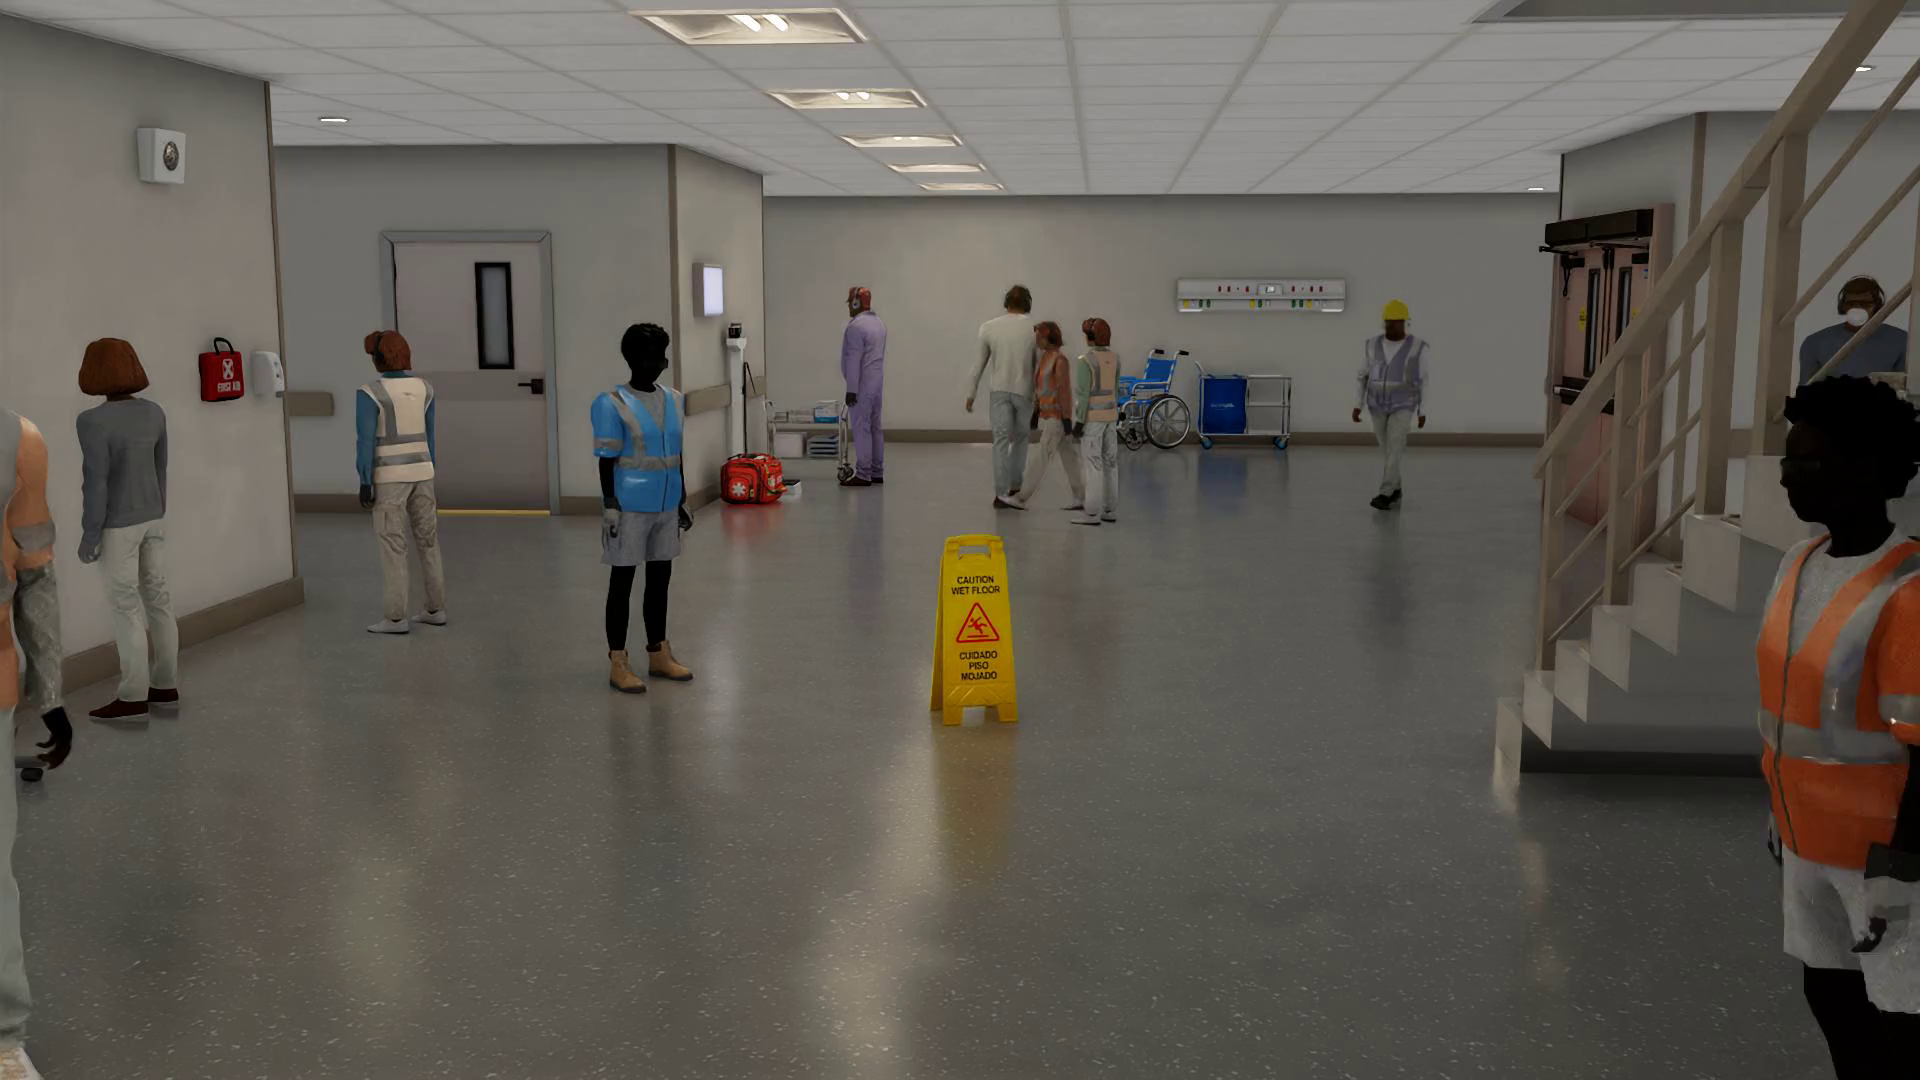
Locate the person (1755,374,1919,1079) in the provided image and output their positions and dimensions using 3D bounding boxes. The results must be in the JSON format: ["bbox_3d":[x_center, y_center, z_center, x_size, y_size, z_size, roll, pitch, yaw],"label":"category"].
[{"bbox_3d":[1.671,0.543,3.006,0.400,1.673,0.632,-1,8,-6],"label":"person"}]

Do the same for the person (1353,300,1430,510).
[{"bbox_3d":[3.699,-1.161,14.268,0.589,1.784,0.975,6,10,35],"label":"person"}]

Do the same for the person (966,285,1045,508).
[{"bbox_3d":[0.426,-1.250,14.451,0.759,1.884,0.959,1,8,5],"label":"person"}]

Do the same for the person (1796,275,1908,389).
[{"bbox_3d":[5.138,-0.549,9.583,0.634,1.930,0.380,6,10,34],"label":"person"}]

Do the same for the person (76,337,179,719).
[{"bbox_3d":[-3.598,-0.049,7.166,0.282,1.636,0.500,1,8,10],"label":"person"}]

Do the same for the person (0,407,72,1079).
[{"bbox_3d":[-2.242,0.337,3.575,0.594,1.924,0.388,-7,11,-38],"label":"person"}]

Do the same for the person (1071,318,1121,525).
[{"bbox_3d":[1.086,-0.936,13.182,0.309,1.641,0.511,7,11,39],"label":"person"}]

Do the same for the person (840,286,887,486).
[{"bbox_3d":[-0.941,-1.464,15.907,0.399,1.904,0.651,3,9,20],"label":"person"}]

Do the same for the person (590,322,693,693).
[{"bbox_3d":[-1.457,-0.154,7.691,0.319,1.693,0.532,6,10,37],"label":"person"}]

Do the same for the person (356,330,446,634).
[{"bbox_3d":[-3.024,-0.311,8.978,0.318,1.630,0.514,5,10,28],"label":"person"}]

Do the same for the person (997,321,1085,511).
[{"bbox_3d":[0.713,-1.024,13.915,0.863,1.588,0.552,-2,9,-12],"label":"person"}]
